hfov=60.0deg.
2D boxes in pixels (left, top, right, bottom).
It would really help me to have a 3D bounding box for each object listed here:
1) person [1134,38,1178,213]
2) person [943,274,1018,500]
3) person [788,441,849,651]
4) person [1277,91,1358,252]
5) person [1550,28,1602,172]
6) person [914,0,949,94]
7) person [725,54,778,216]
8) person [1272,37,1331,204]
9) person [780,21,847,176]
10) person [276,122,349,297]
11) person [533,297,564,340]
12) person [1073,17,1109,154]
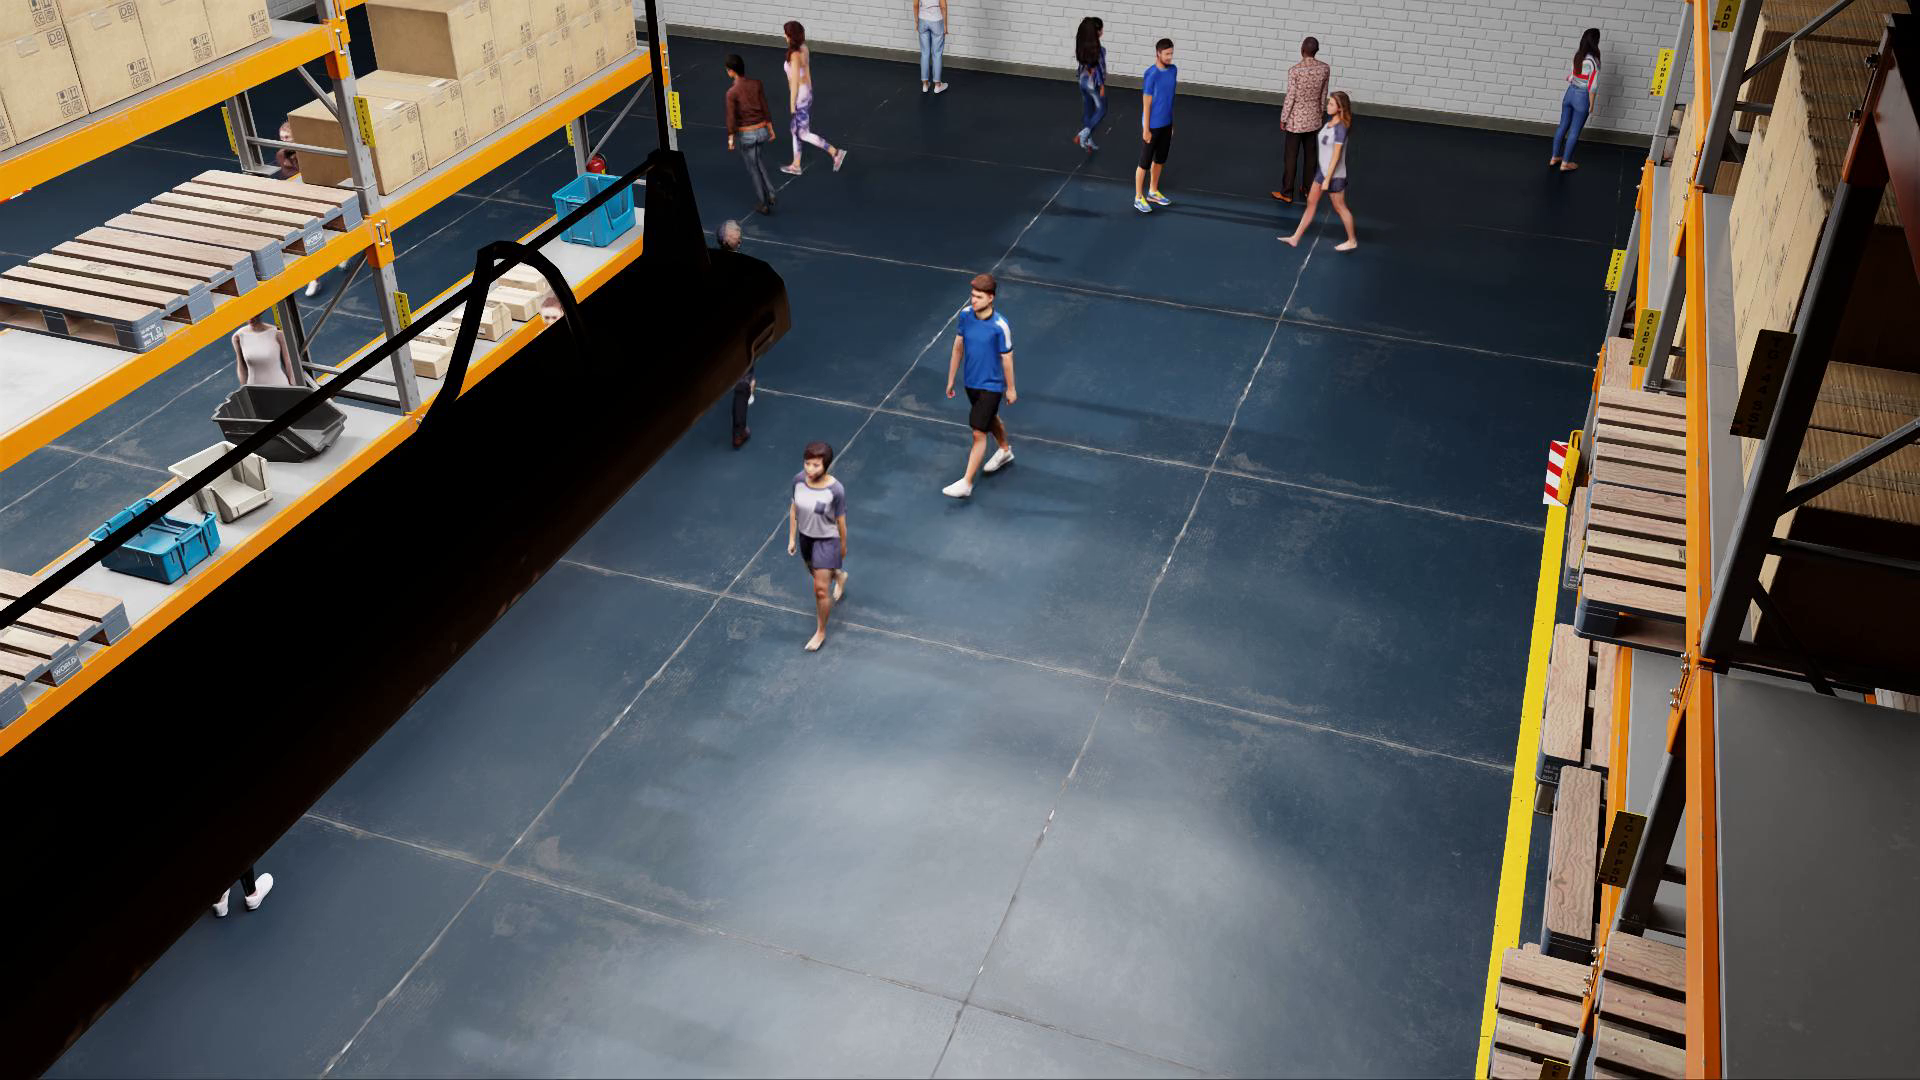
[{"bbox_3d":[2.135,-4.522,18.053,0.643,1.865,0.757,-27,42,-34],"label":"person"},{"bbox_3d":[0.256,-1.267,13.201,0.986,1.816,1.307,26,42,33],"label":"person"},{"bbox_3d":[-0.952,-0.047,11.615,0.670,1.539,1.013,18,37,25],"label":"person"},{"bbox_3d":[3.894,-3.725,17.020,0.982,1.682,1.099,-3,34,-5],"label":"person"},{"bbox_3d":[7.095,-5.070,19.107,0.719,1.611,0.660,-14,36,-21],"label":"person"},{"bbox_3d":[-0.369,-6.615,21.327,0.613,1.726,0.532,11,35,16],"label":"person"},{"bbox_3d":[-2.185,-4.298,17.821,0.771,1.748,0.892,-22,39,-29],"label":"person"},{"bbox_3d":[3.765,-4.608,18.235,0.770,1.808,0.815,-12,36,-18],"label":"person"},{"bbox_3d":[-1.707,-4.961,18.822,0.833,1.746,1.024,3,34,4],"label":"person"},{"bbox_3d":[-6.389,-3.305,16.387,0.753,1.683,1.083,4,34,7],"label":"person"},{"bbox_3d":[-3.086,-1.152,13.100,0.700,1.737,0.775,1,34,1],"label":"person"},{"bbox_3d":[1.494,-5.290,19.438,0.815,1.611,0.767,-22,40,-30],"label":"person"}]
